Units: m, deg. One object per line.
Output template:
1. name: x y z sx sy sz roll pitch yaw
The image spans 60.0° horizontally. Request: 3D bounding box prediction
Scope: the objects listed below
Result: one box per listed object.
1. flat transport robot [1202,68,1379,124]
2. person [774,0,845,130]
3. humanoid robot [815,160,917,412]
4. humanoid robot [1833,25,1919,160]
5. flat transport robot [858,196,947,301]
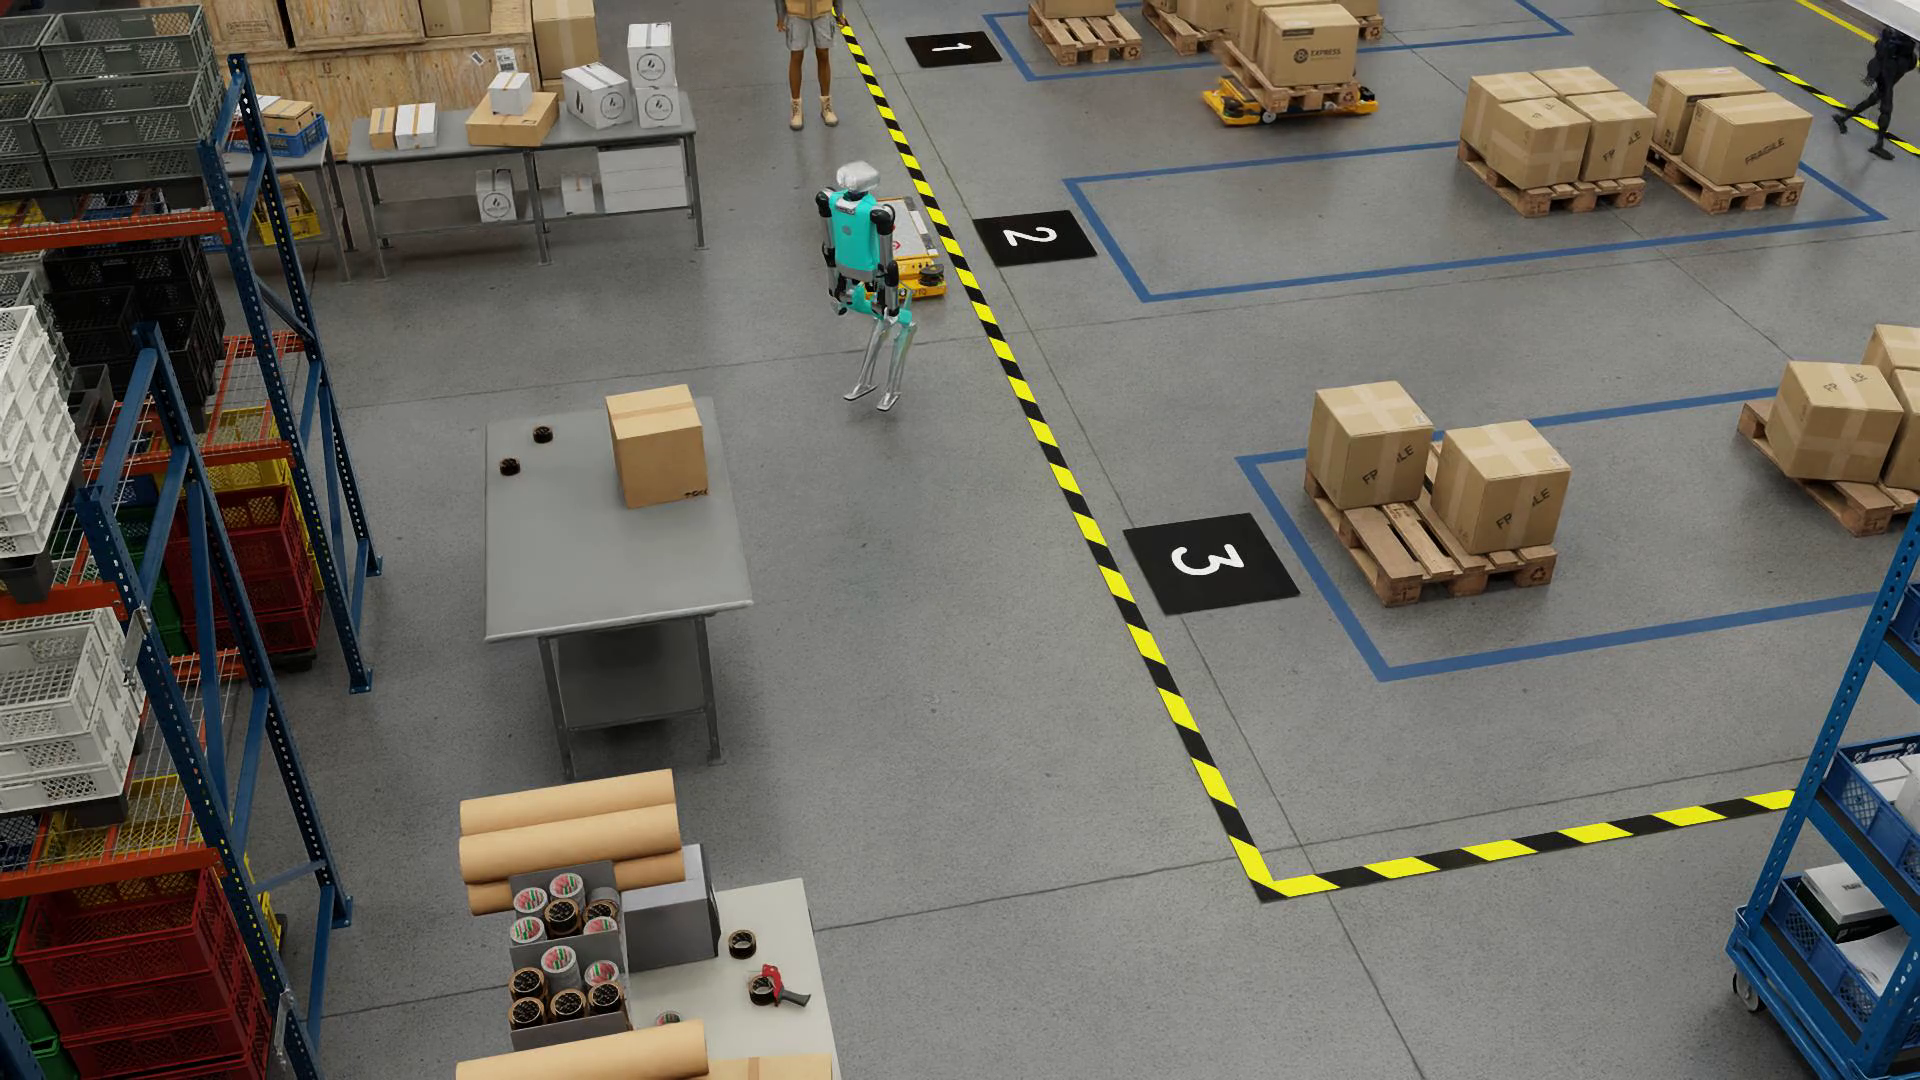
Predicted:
1. flat transport robot: 2.961 -3.991 14.894 1.431 0.197 0.652 -8 37 -10
2. person: -1.274 -4.510 14.130 0.604 2.045 0.380 -7 37 -10
3. humanoid robot: -0.495 -1.625 10.400 0.533 1.672 0.735 21 41 26
4. humanoid robot: 7.787 -4.069 13.893 0.589 1.648 0.761 -14 39 -18
5. flat transport robot: -0.570 -2.220 12.538 0.659 0.231 1.431 -8 37 -10
